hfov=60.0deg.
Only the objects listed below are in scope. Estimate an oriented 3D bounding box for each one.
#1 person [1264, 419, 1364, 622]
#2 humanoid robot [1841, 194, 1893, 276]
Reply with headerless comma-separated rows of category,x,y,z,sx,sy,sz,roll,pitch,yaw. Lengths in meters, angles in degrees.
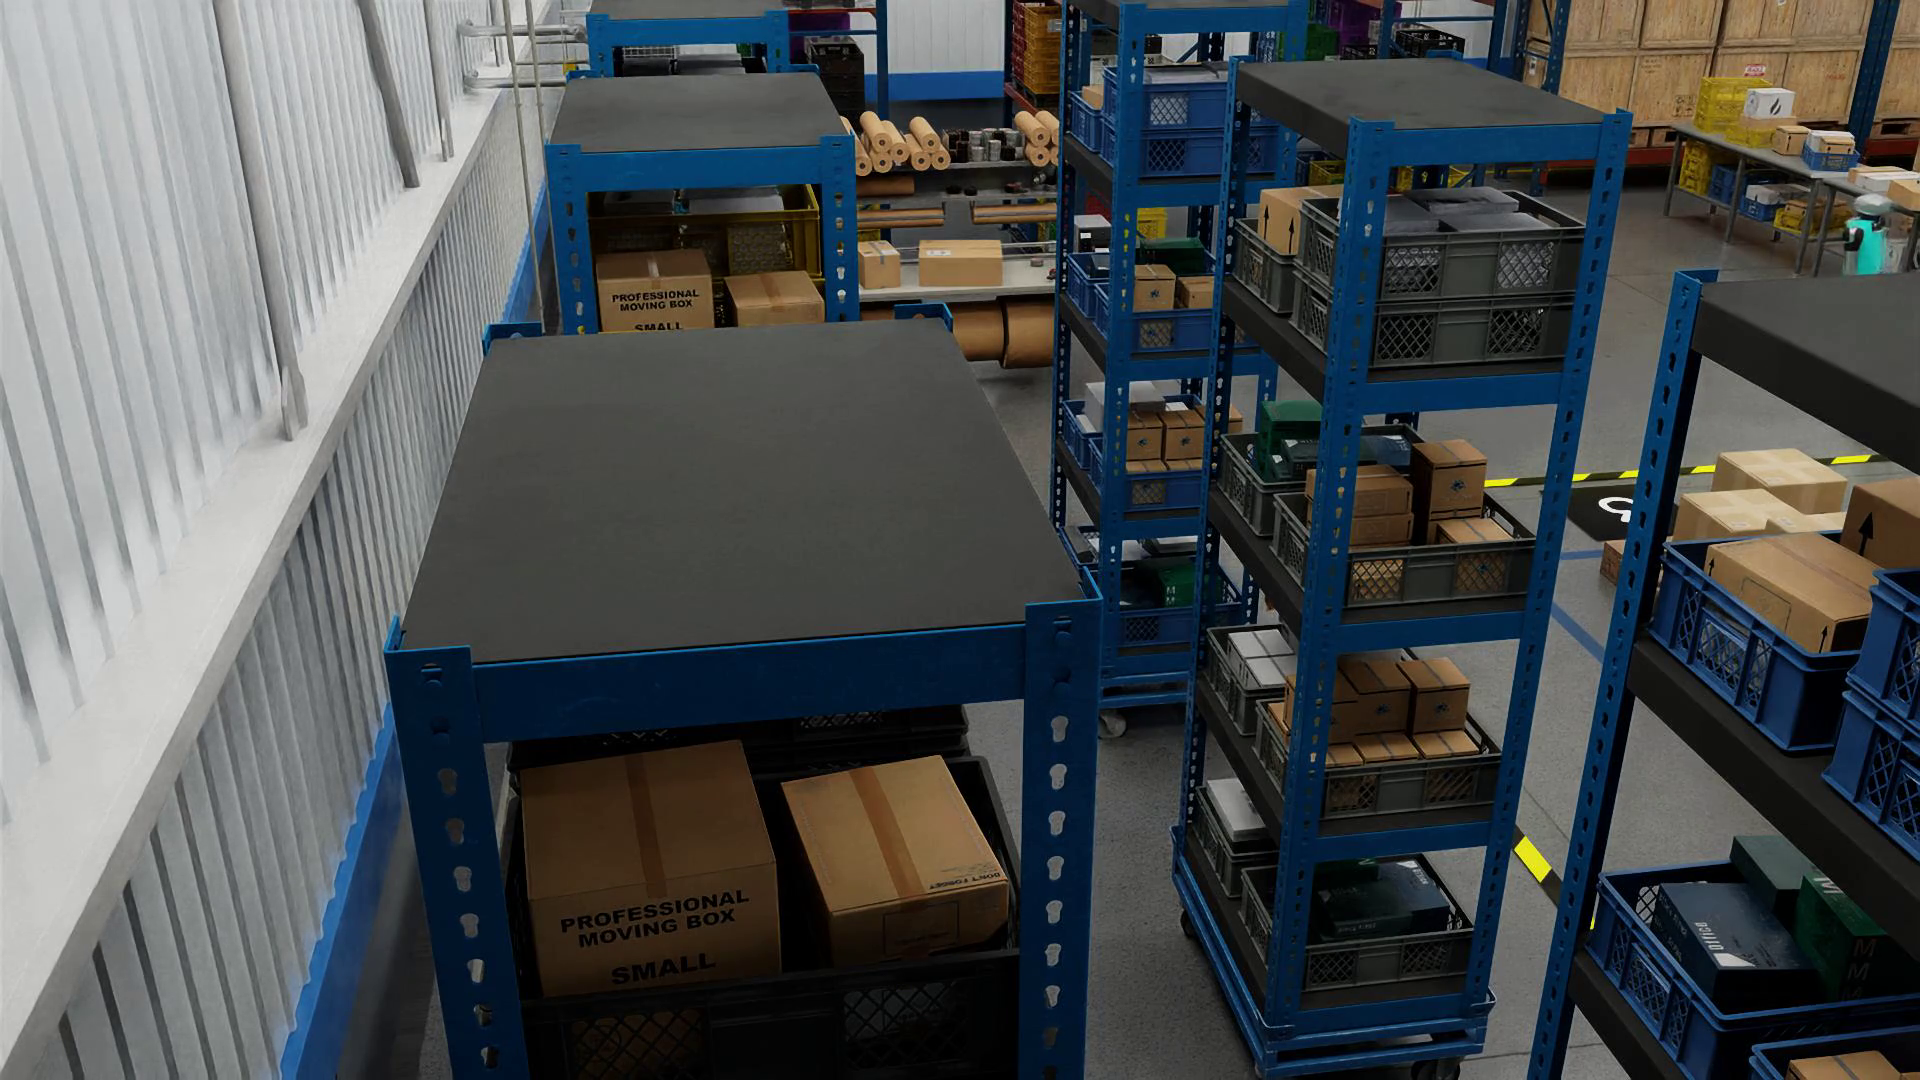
person,1.740,0.190,7.990,0.587,1.853,0.374,-2,25,-3
humanoid robot,6.600,-1.504,11.917,0.562,1.869,0.760,-22,33,-40
